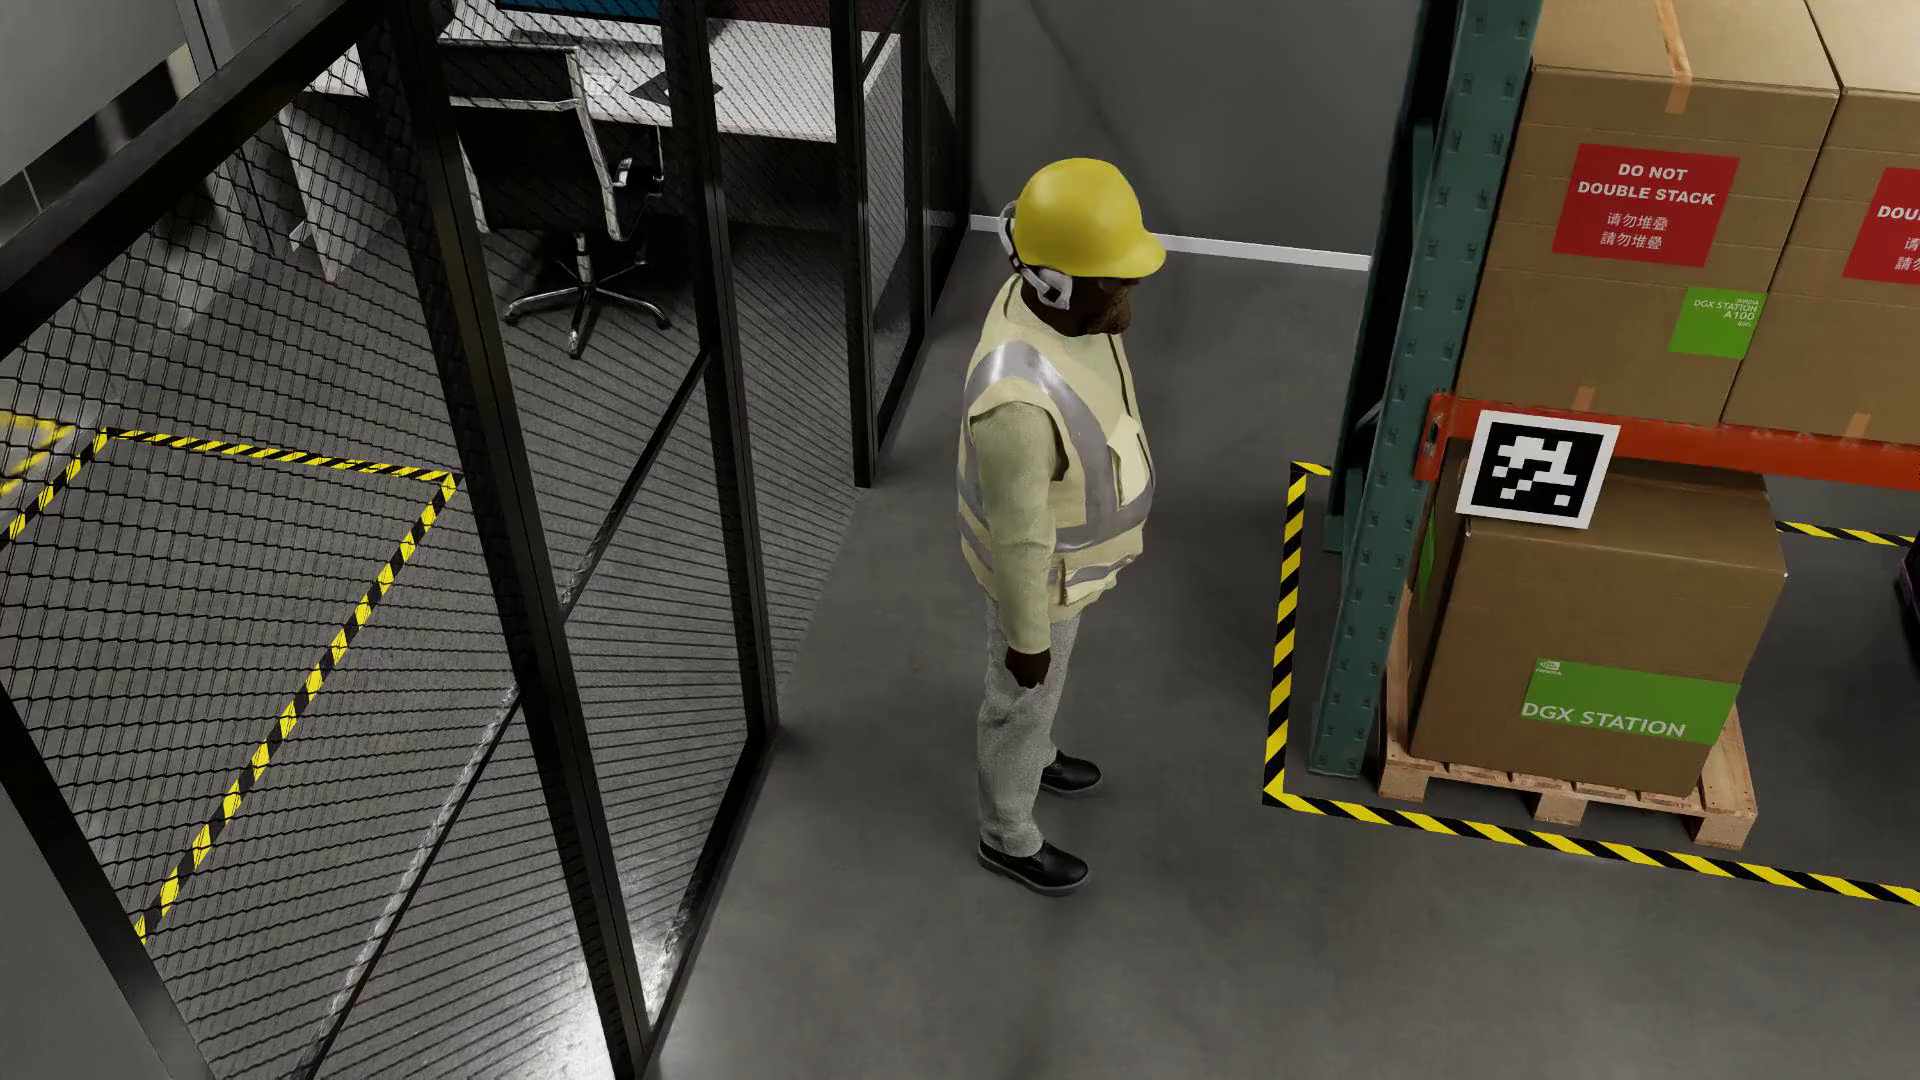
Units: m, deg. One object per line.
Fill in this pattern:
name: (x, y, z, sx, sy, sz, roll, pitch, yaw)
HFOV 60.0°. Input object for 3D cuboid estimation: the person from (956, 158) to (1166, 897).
person: (0.200, 0.014, 3.562, 0.404, 1.829, 0.600, 8, 42, 9)
